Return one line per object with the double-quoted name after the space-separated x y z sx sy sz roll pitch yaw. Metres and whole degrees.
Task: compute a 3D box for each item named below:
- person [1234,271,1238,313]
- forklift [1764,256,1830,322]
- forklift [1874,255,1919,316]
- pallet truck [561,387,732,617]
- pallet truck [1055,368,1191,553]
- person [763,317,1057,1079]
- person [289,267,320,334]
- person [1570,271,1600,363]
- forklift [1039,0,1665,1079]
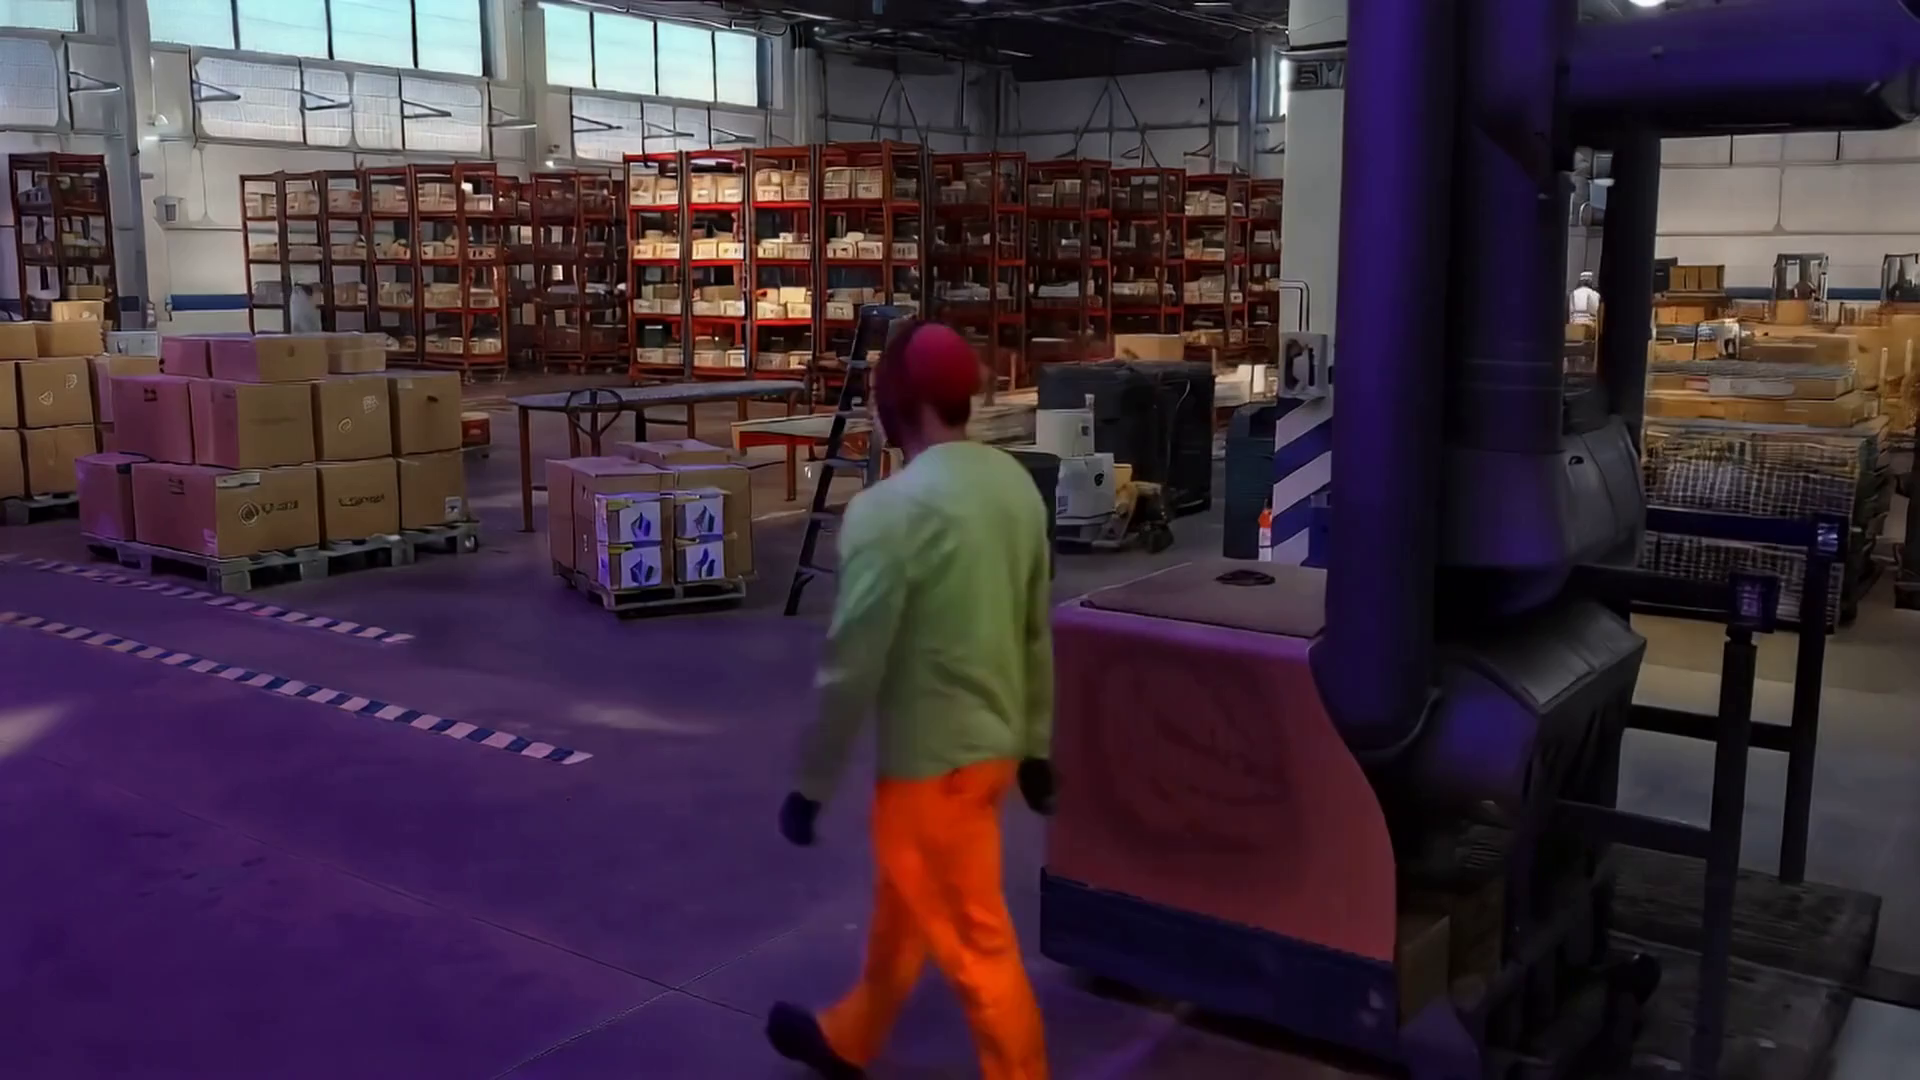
7.935 -6.952 48.106 0.615 1.816 0.579 5 11 28 "person"
20.253 -5.854 40.139 1.157 1.987 2.680 7 12 35 "forklift"
22.089 -5.634 38.796 1.157 1.987 2.680 6 11 33 "forklift"
-1.981 -0.274 10.088 0.680 1.201 1.601 -5 11 -28 "pallet truck"
0.845 -0.609 11.869 1.630 1.274 0.653 7 12 35 "pallet truck"
-0.154 0.470 3.673 0.983 1.892 0.636 5 11 28 "person"
-8.278 -2.475 21.070 0.583 1.943 0.650 2 10 10 "person"
12.411 -4.384 32.841 0.741 1.802 0.585 -6 11 -30 "person"
1.249 -0.137 4.360 1.873 2.768 1.129 7 12 35 "forklift"
